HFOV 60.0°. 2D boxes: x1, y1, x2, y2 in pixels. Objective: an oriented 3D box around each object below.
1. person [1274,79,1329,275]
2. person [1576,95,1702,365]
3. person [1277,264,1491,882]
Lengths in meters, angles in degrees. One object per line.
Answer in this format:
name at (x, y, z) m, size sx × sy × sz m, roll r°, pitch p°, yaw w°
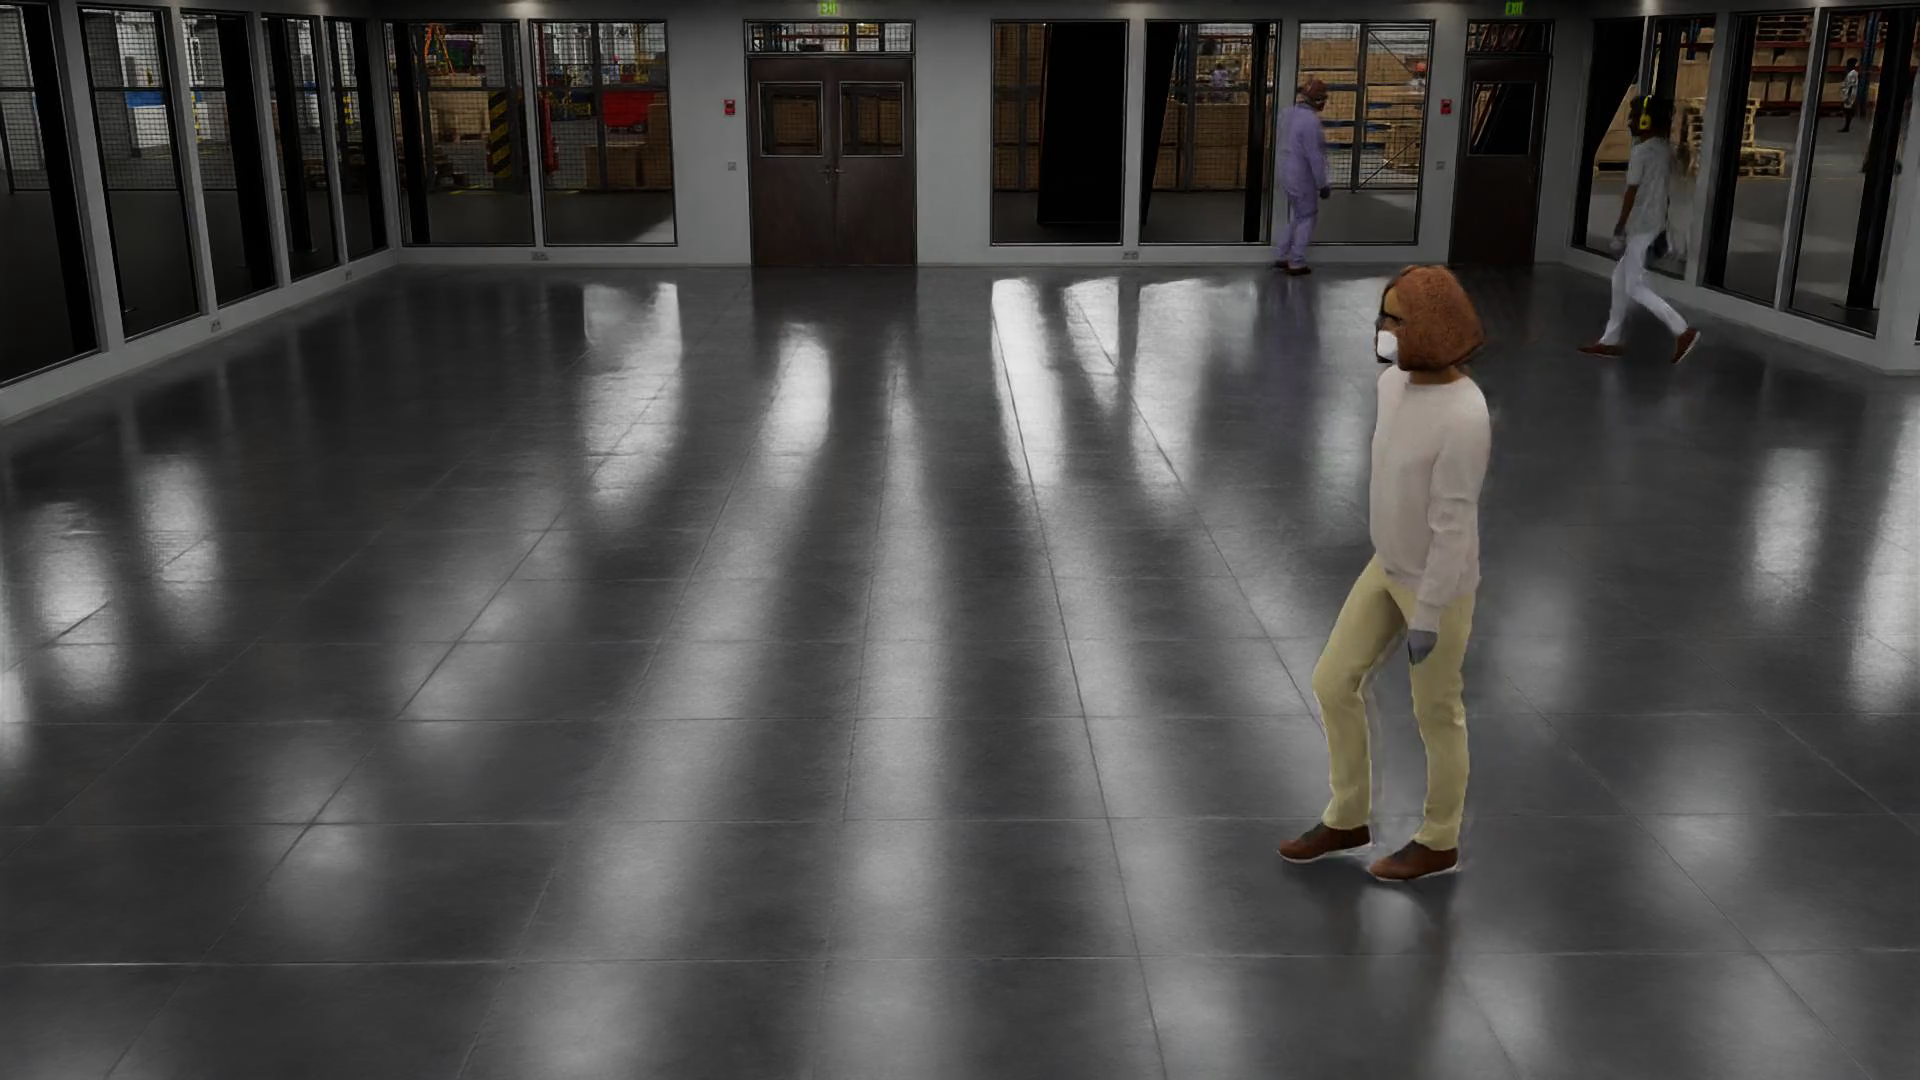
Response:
person at (3.331, -3.480, 16.044) m, size 0.402 × 1.865 × 0.728 m, roll -1°, pitch 16°, yaw -3°
person at (4.774, -2.132, 11.502) m, size 0.829 × 1.835 × 0.520 m, roll 15°, pitch 22°, yaw 42°
person at (1.066, 0.121, 4.187) m, size 0.585 × 1.610 × 0.531 m, roll -4°, pitch 17°, yaw -12°
